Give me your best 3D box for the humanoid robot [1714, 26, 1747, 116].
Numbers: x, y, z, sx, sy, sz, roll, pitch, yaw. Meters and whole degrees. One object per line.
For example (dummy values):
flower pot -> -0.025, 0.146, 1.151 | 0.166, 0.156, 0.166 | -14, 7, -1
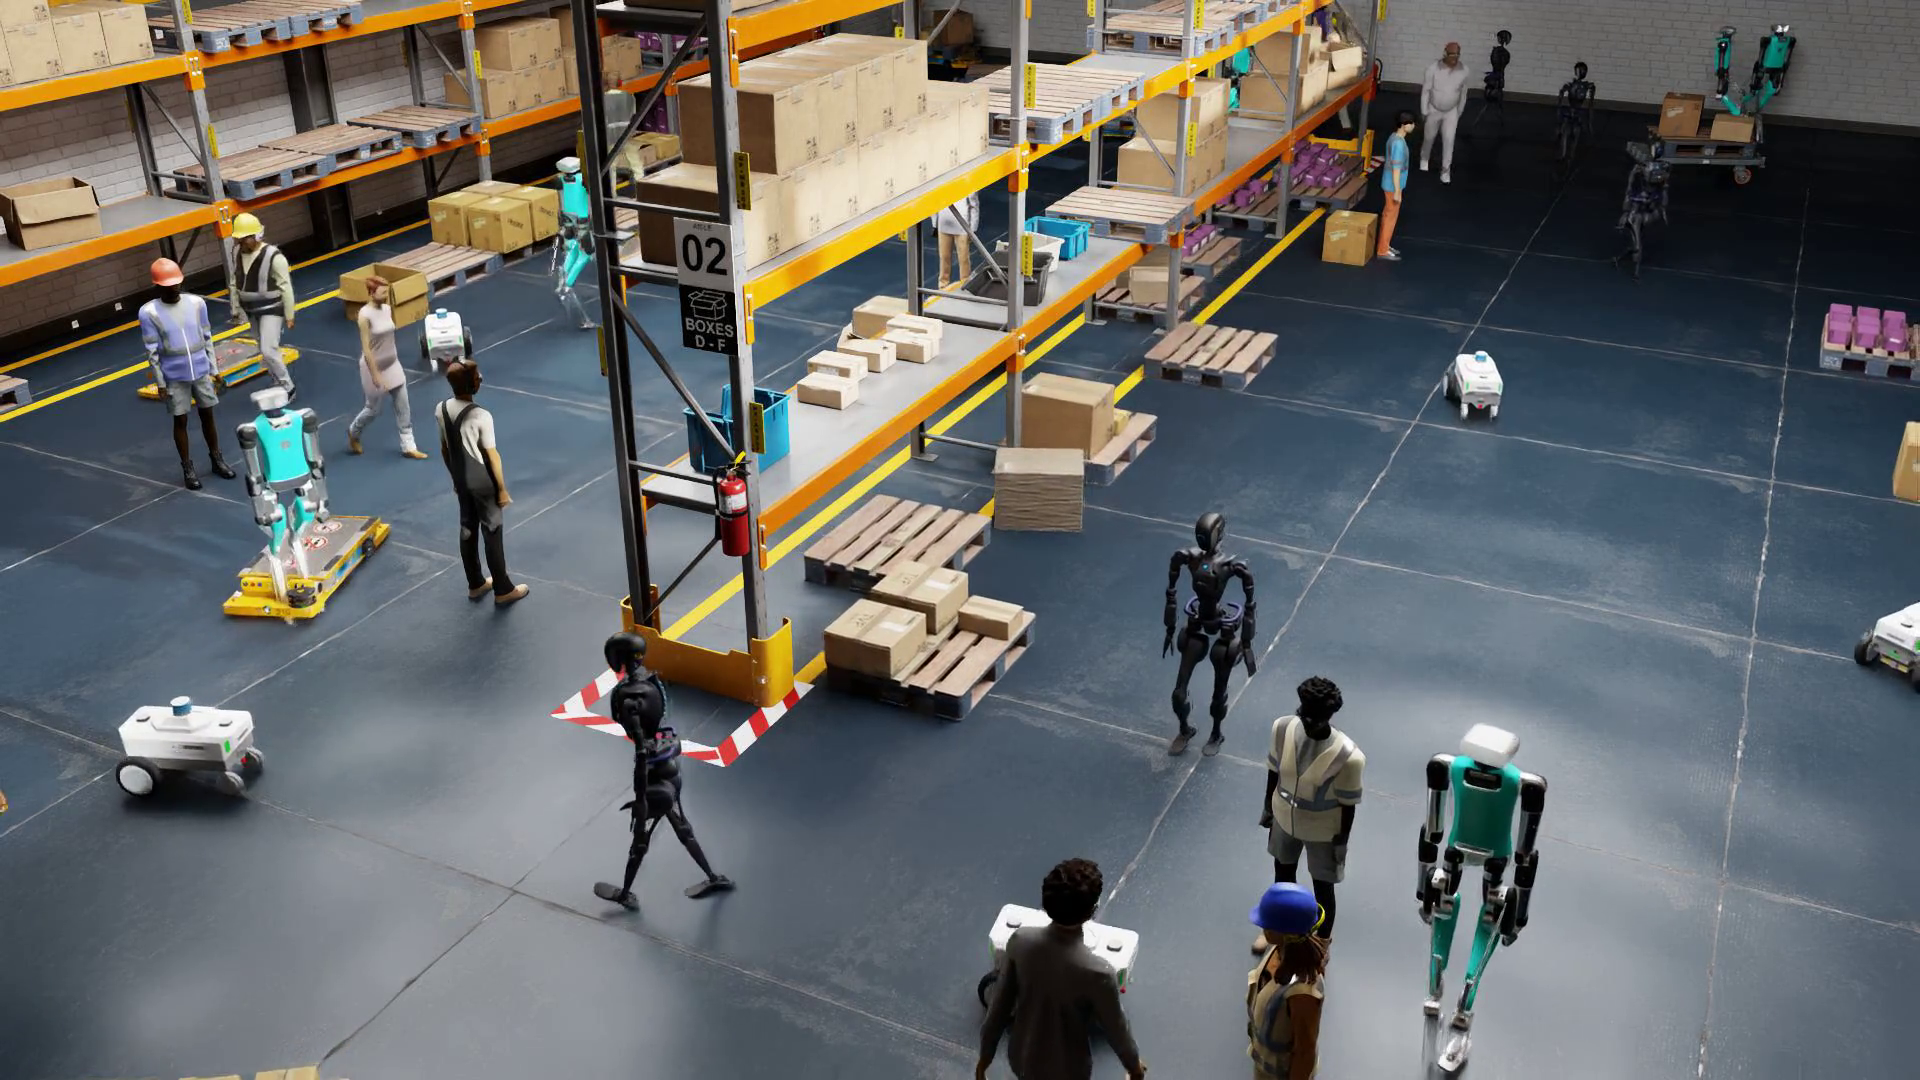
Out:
humanoid robot -> 11.457, -6.664, 24.608 | 0.797, 1.795, 0.531 | 11, 28, 20

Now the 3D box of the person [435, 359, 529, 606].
person -> -3.425, -0.405, 11.821 | 0.505, 1.846, 0.346 | 13, 29, 25

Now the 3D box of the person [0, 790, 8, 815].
person -> -5.192, 1.285, 8.443 | 1.024, 1.810, 0.510 | 23, 35, 39

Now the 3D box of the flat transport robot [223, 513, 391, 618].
flat transport robot -> -4.869, 0.160, 12.455 | 0.659, 0.231, 1.431 | 2, 26, 5

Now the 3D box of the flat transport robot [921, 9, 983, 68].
flat transport robot -> -0.362, -8.950, 30.857 | 1.431, 0.231, 0.659 | 14, 29, 26

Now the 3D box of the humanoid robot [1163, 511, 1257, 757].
humanoid robot -> 1.507, 0.587, 10.014 | 0.608, 1.643, 0.476 | 13, 29, 24

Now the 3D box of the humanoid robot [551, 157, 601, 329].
humanoid robot -> -4.073, -2.995, 17.220 | 0.560, 1.818, 0.753 | 16, 30, 28

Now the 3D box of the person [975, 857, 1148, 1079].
person -> 0.418, 2.094, 6.780 | 0.578, 1.837, 0.993 | 19, 32, 34

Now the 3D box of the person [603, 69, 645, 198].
person -> -4.335, -5.098, 21.335 | 0.868, 1.817, 0.437 | -15, 30, -28

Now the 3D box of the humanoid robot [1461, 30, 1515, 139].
humanoid robot -> 8.089, -6.875, 25.147 | 0.793, 1.629, 0.594 | 1, 26, 2

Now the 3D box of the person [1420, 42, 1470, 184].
person -> 6.668, -5.954, 23.010 | 0.638, 1.861, 0.967 | 3, 27, 6

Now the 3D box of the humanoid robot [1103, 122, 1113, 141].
humanoid robot -> 2.181, -6.848, 25.031 | 0.375, 1.643, 0.589 | 3, 26, 6

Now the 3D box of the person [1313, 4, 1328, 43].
person -> 5.835, -8.114, 27.343 | 0.961, 1.888, 0.531 | 14, 30, 27

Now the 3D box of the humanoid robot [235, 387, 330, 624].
humanoid robot -> -4.754, -0.263, 11.673 | 0.533, 1.813, 0.677 | -21, 33, -35

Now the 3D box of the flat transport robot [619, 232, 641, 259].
flat transport robot -> -3.674, -3.312, 19.468 | 0.659, 0.231, 1.431 | -1, 26, -2

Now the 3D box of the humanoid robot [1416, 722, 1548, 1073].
humanoid robot -> 2.269, 1.806, 7.608 | 0.563, 1.900, 0.737 | 14, 30, 26

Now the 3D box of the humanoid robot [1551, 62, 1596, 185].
humanoid robot -> 8.339, -5.652, 22.608 | 0.589, 1.651, 0.348 | -6, 27, -12

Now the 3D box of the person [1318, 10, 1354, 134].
person -> 5.770, -7.202, 25.573 | 0.564, 1.829, 0.983 | -23, 34, -38

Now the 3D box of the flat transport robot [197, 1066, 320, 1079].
flat transport robot -> -3.185, 2.876, 6.968 | 0.659, 0.231, 1.431 | -4, 27, -9

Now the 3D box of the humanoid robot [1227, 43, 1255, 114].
humanoid robot -> 3.918, -6.489, 24.280 | 0.749, 1.824, 0.537 | -14, 29, -25

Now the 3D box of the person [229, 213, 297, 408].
person -> -6.437, -2.099, 15.274 | 0.603, 1.818, 0.515 | 13, 29, 24

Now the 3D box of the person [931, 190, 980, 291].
person -> -0.067, -3.393, 17.955 | 0.563, 1.752, 0.337 | 12, 29, 23

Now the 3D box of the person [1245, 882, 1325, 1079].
person -> 1.285, 2.128, 6.778 | 0.323, 1.776, 0.480 | -1, 26, -3

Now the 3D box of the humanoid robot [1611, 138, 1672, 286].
humanoid robot -> 7.691, -3.753, 18.834 | 0.609, 1.648, 0.755 | -7, 27, -15

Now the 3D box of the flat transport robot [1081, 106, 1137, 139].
flat transport robot -> 2.447, -6.331, 25.566 | 1.431, 0.231, 0.659 | 7, 27, 13

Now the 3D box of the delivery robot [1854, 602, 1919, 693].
delivery robot -> 6.457, 0.644, 11.145 | 0.773, 0.586, 0.499 | -14, 30, -27

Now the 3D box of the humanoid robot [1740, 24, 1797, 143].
humanoid robot -> 12.036, -6.868, 25.002 | 0.548, 1.789, 0.759 | -3, 27, -6

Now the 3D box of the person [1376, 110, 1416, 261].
person -> 5.104, -4.157, 19.499 | 0.328, 1.759, 0.502 | 4, 27, 8

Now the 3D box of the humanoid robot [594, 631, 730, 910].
humanoid robot -> -1.610, 1.223, 8.759 | 0.738, 1.620, 0.601 | -2, 26, -3

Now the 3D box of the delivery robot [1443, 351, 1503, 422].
delivery robot -> 4.786, -1.448, 15.403 | 0.499, 0.614, 0.818 | 4, 27, 7

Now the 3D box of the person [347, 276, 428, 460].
person -> -4.980, -1.471, 14.206 | 0.688, 1.631, 0.434 | 11, 28, 21

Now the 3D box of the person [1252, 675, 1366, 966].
person -> 1.737, 1.414, 8.316 | 0.533, 1.692, 0.320 | 23, 35, 39

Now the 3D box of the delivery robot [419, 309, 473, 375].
delivery robot -> -5.109, -1.996, 16.506 | 0.499, 0.611, 0.792 | -8, 27, -16

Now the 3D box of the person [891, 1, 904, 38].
person -> -1.059, -9.537, 30.302 | 0.391, 1.823, 0.529 | 21, 33, 36

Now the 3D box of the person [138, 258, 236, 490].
person -> -6.357, -1.377, 13.681 | 0.355, 1.938, 0.541 | 23, 35, 39

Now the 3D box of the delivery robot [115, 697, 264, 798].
delivery robot -> -4.643, 1.223, 9.994 | 0.801, 0.602, 0.499 | 2, 26, 5

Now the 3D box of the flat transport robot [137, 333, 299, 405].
flat transport robot -> -7.186, -1.663, 16.137 | 0.659, 0.231, 1.431 | 10, 28, 20

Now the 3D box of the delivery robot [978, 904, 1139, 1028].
delivery robot -> 0.482, 2.082, 8.267 | 0.780, 0.609, 0.511 | 9, 28, 17
